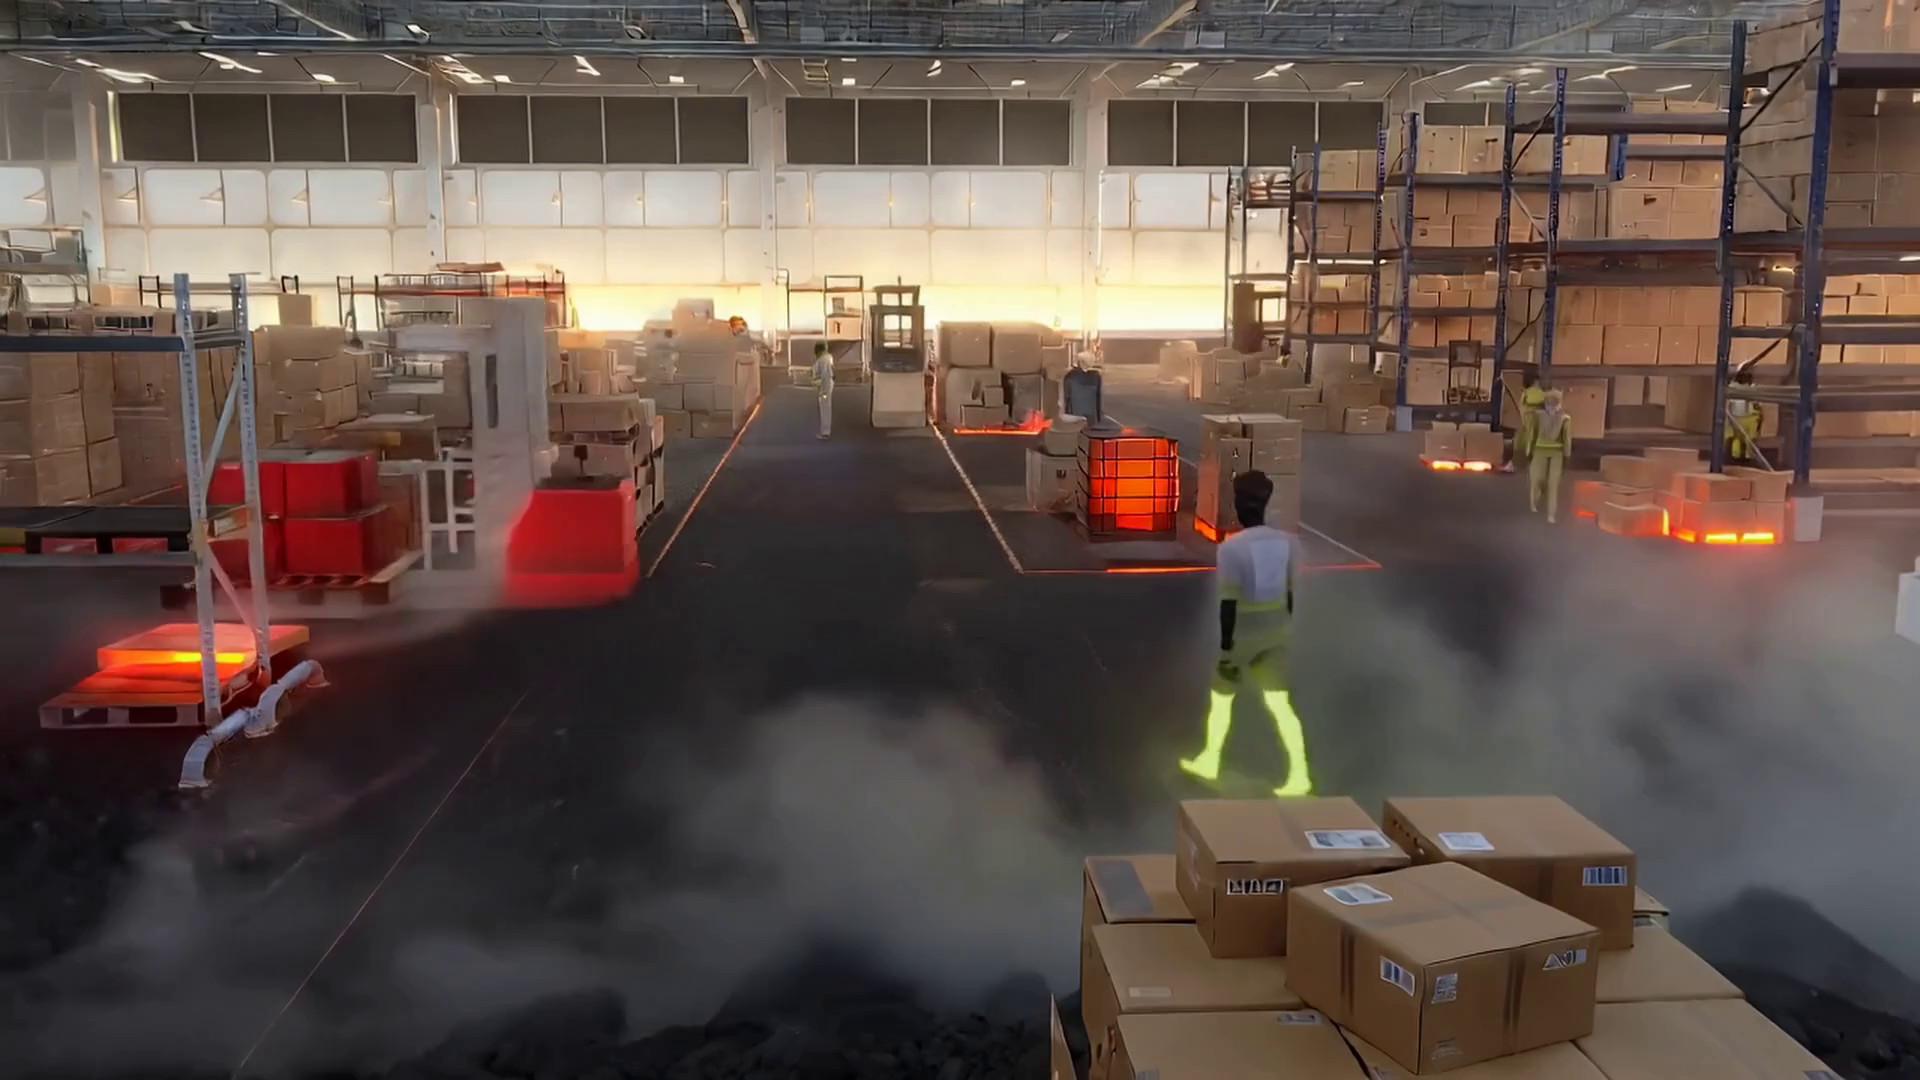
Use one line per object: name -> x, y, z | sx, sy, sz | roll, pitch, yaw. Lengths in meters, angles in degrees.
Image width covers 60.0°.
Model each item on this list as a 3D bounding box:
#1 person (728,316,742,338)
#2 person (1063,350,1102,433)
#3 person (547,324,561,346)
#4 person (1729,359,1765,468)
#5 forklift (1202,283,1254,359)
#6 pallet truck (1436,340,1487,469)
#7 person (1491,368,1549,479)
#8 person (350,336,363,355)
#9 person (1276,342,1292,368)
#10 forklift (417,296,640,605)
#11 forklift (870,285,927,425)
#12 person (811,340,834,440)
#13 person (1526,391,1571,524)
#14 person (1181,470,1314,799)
person -> -5.680, -4.659, 42.057 | 0.380, 1.995, 0.611 | 1, 9, 5
person -> 1.810, -1.825, 24.454 | 0.627, 1.934, 0.372 | -5, 11, -31
person -> -9.681, -4.110, 38.948 | 0.806, 1.898, 0.379 | -7, 11, -38
person -> 10.319, -1.416, 21.888 | 0.376, 1.933, 0.544 | -1, 9, -5
forklift -> 7.225, -5.203, 42.700 | 1.873, 2.768, 1.129 | -1, 9, -4
pallet truck -> 8.004, -2.170, 26.422 | 0.823, 1.965, 1.885 | 2, 9, 14
person -> 8.366, -1.714, 24.616 | 0.877, 1.641, 0.540 | -1, 9, -5
person -> -13.728, -3.828, 37.915 | 0.890, 1.644, 0.549 | -4, 10, -24
person -> 6.744, -3.315, 34.775 | 0.378, 1.625, 0.530 | -2, 9, -10
forklift -> -4.014, -0.863, 15.451 | 1.873, 2.768, 1.129 | -1, 9, -4
forklift -> -1.263, -3.789, 33.820 | 1.129, 2.768, 1.873 | -1, 9, -4
person -> -2.539, -2.776, 30.716 | 0.429, 1.844, 0.626 | -2, 9, -11
person -> 7.228, -1.034, 20.462 | 0.530, 1.618, 0.629 | 2, 9, 15
person -> 1.718, 0.547, 9.632 | 0.622, 1.917, 1.017 | -6, 11, -32
